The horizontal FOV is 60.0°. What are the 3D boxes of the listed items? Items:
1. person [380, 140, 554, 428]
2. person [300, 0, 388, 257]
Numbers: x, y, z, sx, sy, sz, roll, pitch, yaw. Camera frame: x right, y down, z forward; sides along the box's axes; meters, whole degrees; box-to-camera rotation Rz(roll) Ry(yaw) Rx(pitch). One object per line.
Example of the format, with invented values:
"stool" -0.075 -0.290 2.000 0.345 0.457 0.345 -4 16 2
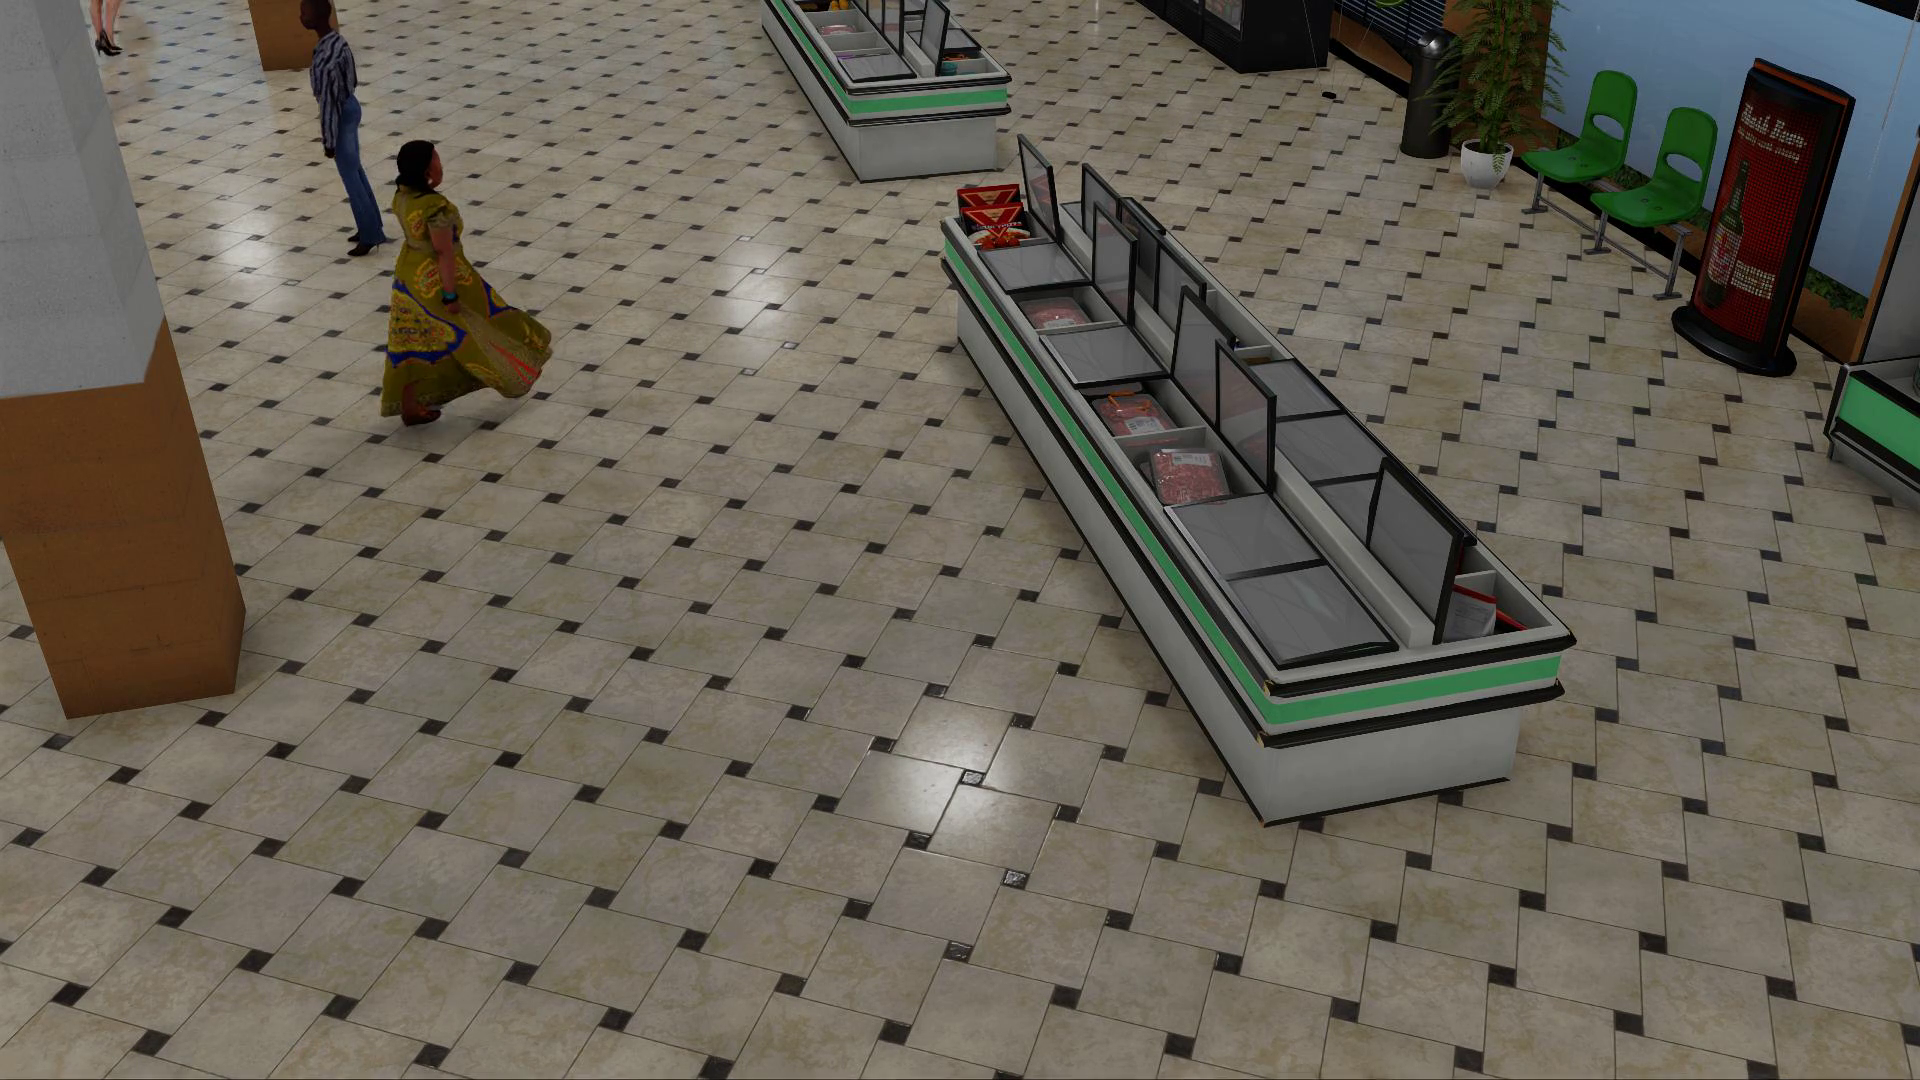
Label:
"person" -2.981 -1.367 9.248 1.344 1.604 1.223 27 41 36
"person" -4.222 -2.846 11.452 0.719 1.788 0.499 -5 32 -8
